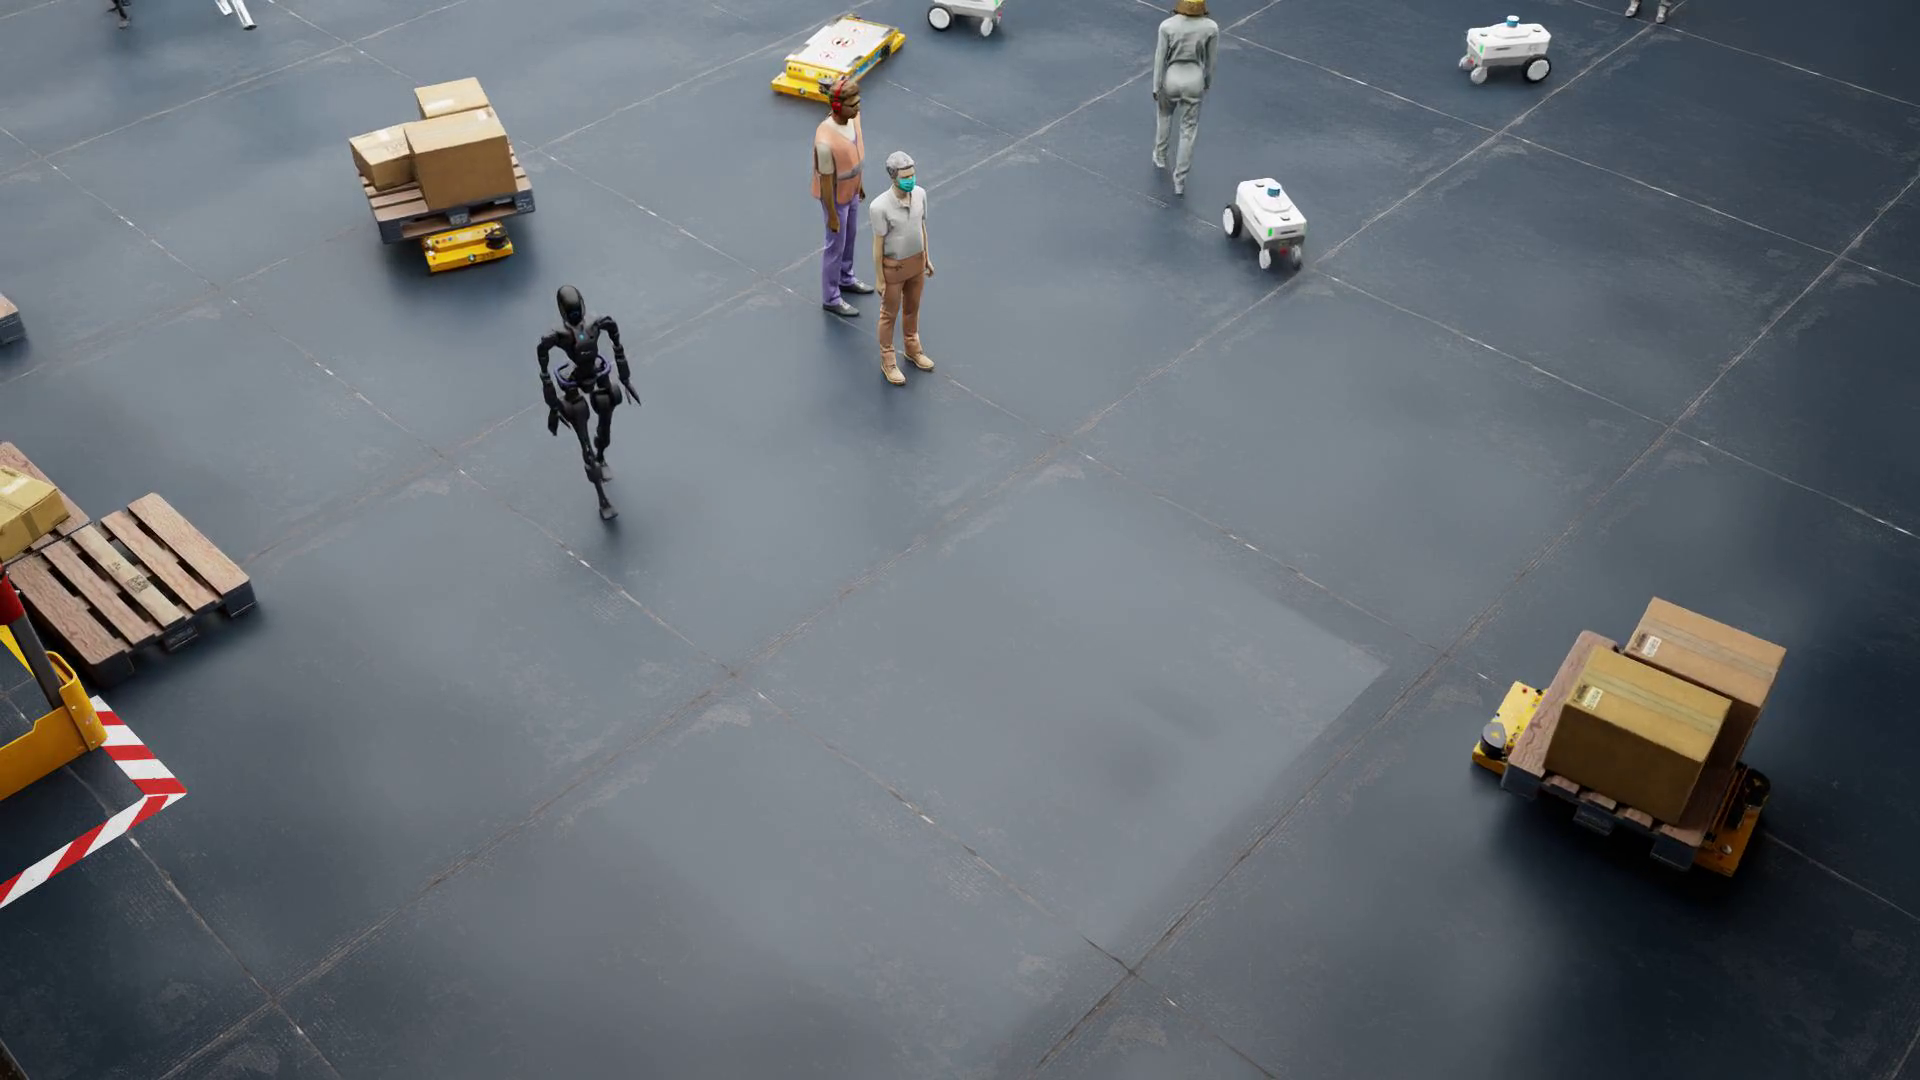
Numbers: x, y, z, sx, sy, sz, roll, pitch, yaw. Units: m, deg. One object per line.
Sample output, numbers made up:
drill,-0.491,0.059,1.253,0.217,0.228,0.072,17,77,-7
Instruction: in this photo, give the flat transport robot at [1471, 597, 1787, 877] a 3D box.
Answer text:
flat transport robot,3.621,1.261,9.124,1.431,0.231,0.659,25,48,25

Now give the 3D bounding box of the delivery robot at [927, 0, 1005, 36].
delivery robot,0.086,-5.246,16.136,0.730,0.585,0.518,13,44,14

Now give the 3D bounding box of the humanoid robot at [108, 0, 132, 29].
humanoid robot,-8.256,-5.744,15.861,0.607,1.648,0.463,26,48,26

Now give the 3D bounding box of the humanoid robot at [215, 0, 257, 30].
humanoid robot,-7.085,-5.693,15.757,0.549,1.722,1.046,-26,48,-26

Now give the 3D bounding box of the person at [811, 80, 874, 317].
person,-0.878,-2.510,12.149,0.388,1.836,0.559,13,44,14

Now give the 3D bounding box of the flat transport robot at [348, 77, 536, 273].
flat transport robot,-4.124,-2.658,13.480,0.659,0.231,1.431,-17,45,-18

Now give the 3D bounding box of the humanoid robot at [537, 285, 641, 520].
humanoid robot,-2.325,-0.920,10.521,0.615,1.627,0.745,-22,46,-23

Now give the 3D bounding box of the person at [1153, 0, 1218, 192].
person,1.828,-3.760,13.628,0.493,1.709,0.731,4,42,5

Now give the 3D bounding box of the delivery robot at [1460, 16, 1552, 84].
delivery robot,5.045,-4.540,15.353,0.777,0.587,0.499,-7,42,-7

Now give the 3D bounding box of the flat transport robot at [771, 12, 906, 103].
flat transport robot,-1.124,-4.517,15.547,0.659,0.231,1.431,18,45,19

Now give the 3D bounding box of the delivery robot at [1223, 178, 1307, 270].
delivery robot,2.444,-2.549,13.136,0.499,0.581,0.768,-10,43,-11

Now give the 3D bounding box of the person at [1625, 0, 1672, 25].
person,6.788,-5.893,15.912,0.570,1.830,0.405,20,46,21

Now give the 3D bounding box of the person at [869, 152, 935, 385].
person,-0.394,-1.894,11.524,0.475,1.749,0.320,-29,50,-29
